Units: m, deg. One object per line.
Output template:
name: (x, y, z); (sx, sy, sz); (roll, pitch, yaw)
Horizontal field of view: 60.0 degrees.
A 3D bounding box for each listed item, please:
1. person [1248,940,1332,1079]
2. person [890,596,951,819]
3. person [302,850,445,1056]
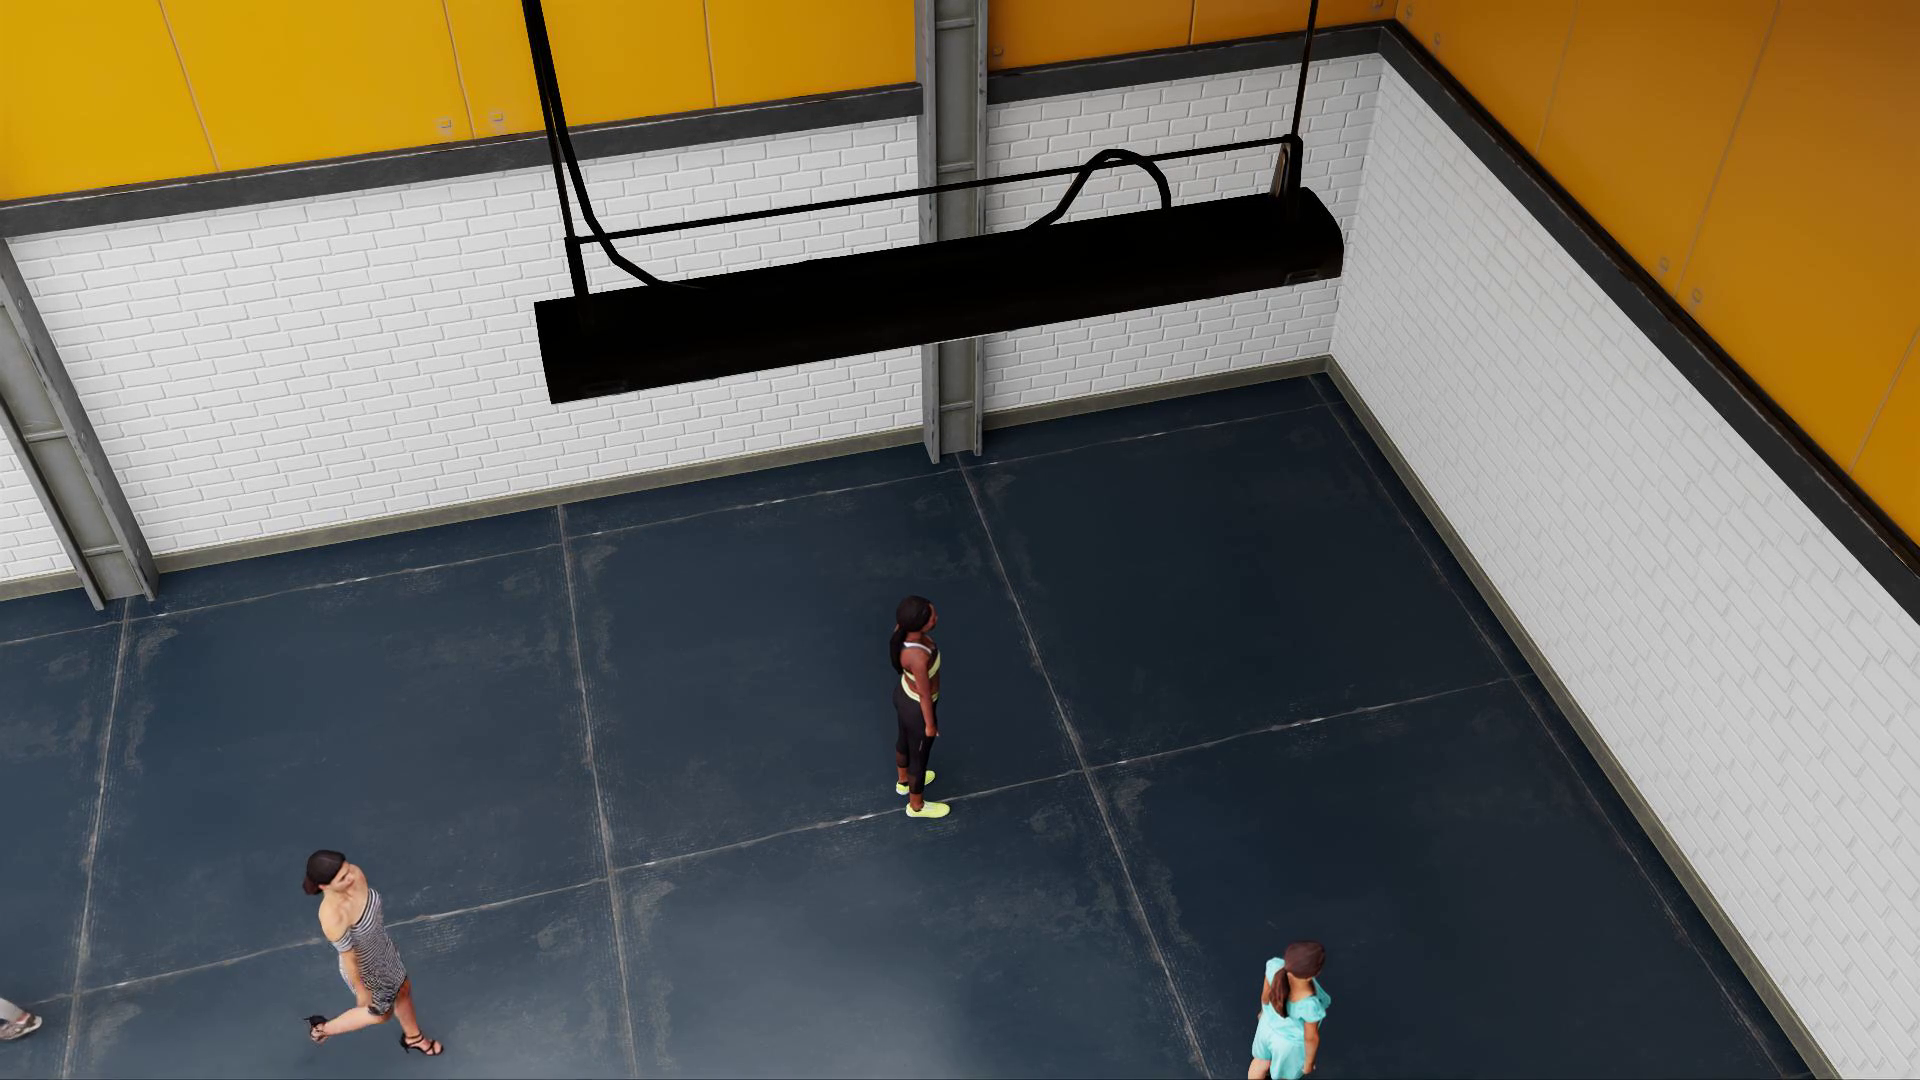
person: (1.635, 2.471, 8.339); (0.615, 1.558, 0.611); (-24, 49, -23)
person: (-0.270, 0.974, 9.767); (0.522, 1.755, 0.571); (-13, 45, -14)
person: (-3.107, 2.156, 8.490); (0.965, 1.805, 0.727); (-1, 44, -1)
